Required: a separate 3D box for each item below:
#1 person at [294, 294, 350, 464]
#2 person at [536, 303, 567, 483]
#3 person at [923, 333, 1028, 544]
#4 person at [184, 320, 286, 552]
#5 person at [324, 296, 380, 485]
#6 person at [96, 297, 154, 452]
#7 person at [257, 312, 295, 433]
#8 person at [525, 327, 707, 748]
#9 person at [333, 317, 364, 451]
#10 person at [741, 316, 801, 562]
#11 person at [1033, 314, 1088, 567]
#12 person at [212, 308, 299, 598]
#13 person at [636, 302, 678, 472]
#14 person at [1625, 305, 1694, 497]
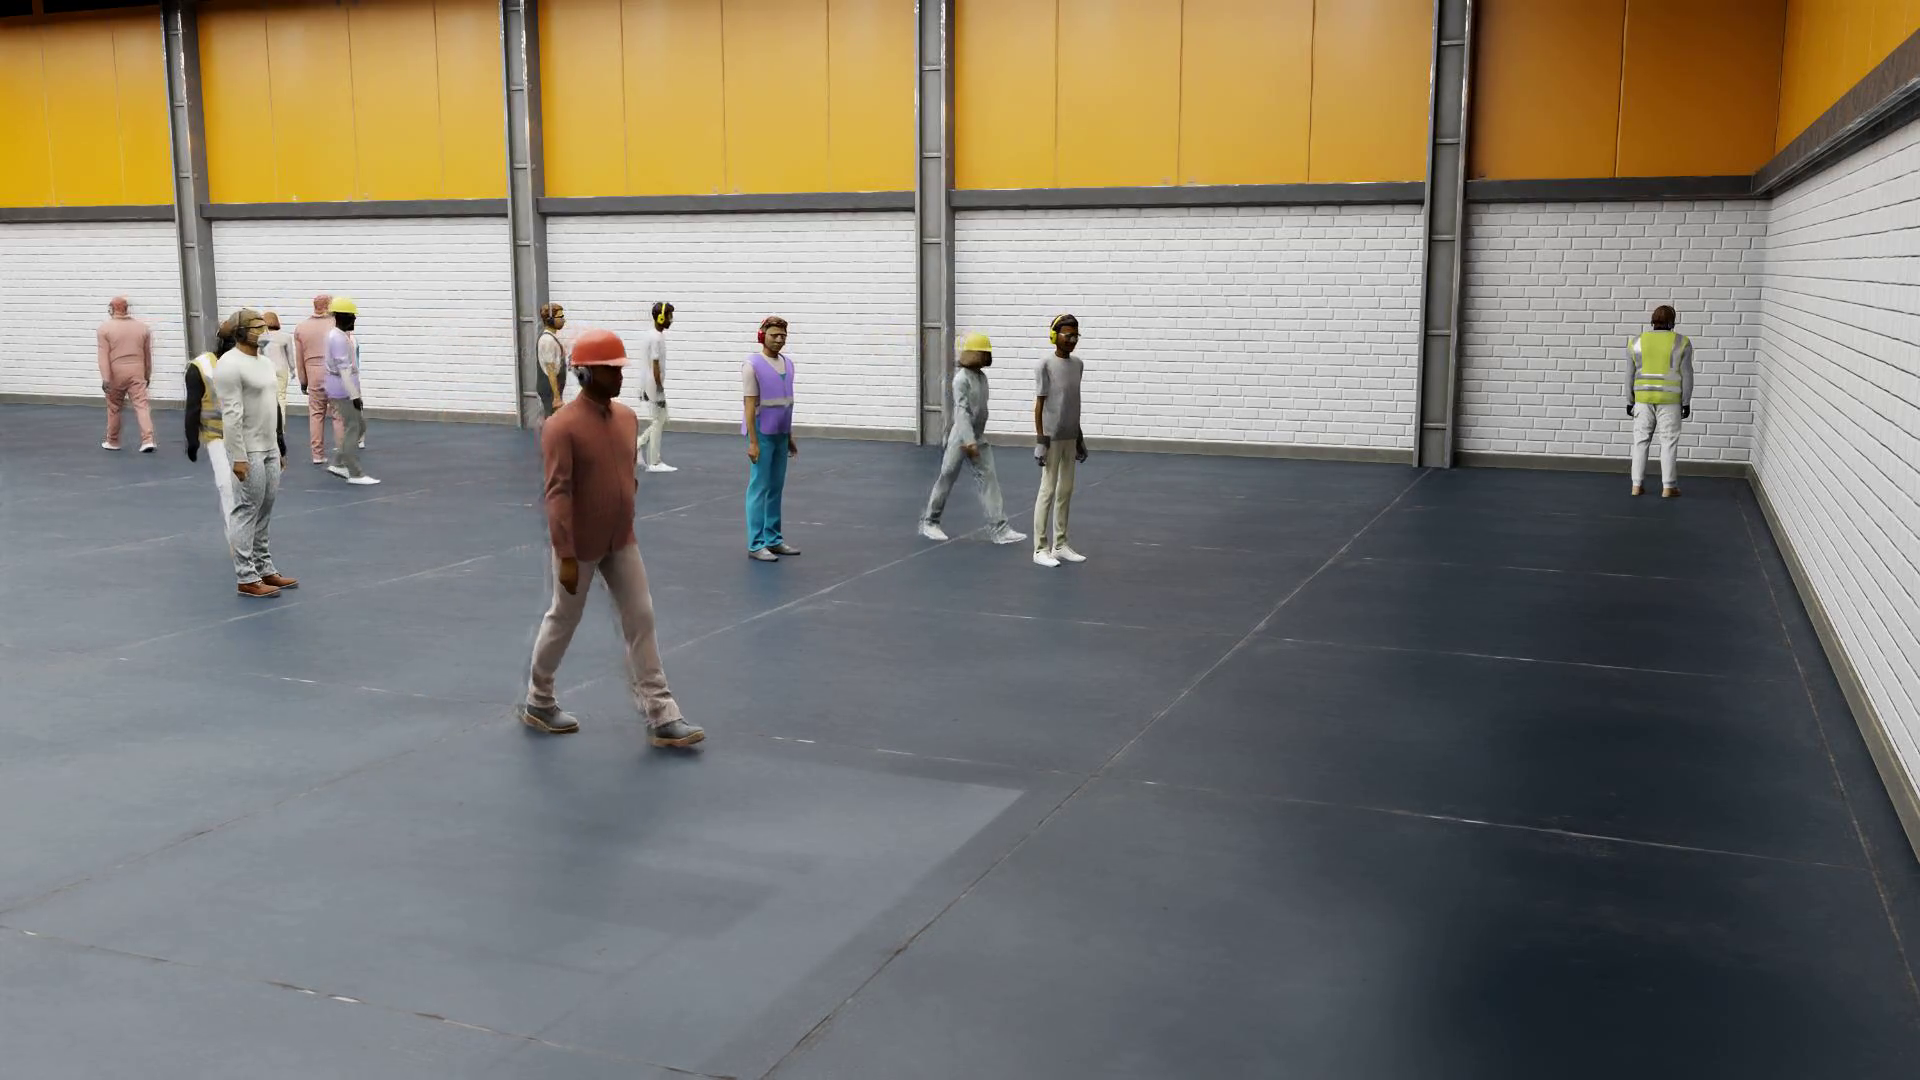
[{"bbox_3d":[-7.073,-1.793,18.621,0.652,1.904,0.402,1,9,4],"label":"person"},{"bbox_3d":[-4.104,-1.468,16.829,0.346,1.846,0.506,-3,10,-19],"label":"person"},{"bbox_3d":[0.083,-0.811,13.319,0.935,1.688,0.495,6,11,34],"label":"person"},{"bbox_3d":[-5.433,-0.749,12.573,0.839,1.805,0.644,8,12,40],"label":"person"},{"bbox_3d":[-6.168,-1.503,16.811,0.449,1.919,0.607,-3,10,-18],"label":"person"},{"bbox_3d":[-9.956,-1.967,19.841,1.017,1.854,0.661,8,12,39],"label":"person"},{"bbox_3d":[-9.135,-2.227,22.171,0.508,1.603,0.783,-3,10,-20],"label":"person"},{"bbox_3d":[-1.669,-0.005,7.682,1.057,1.940,0.638,6,11,32],"label":"person"},{"bbox_3d":[-7.376,-1.882,19.955,0.315,1.641,0.515,3,10,17],"label":"person"},{"bbox_3d":[-1.449,-0.771,12.616,0.395,1.841,0.564,5,11,28],"label":"person"},{"bbox_3d":[0.752,-0.740,12.360,0.312,1.864,0.532,9,13,44],"label":"person"},{"bbox_3d":[-4.751,-0.587,11.210,0.372,1.940,0.632,0,9,1],"label":"person"},{"bbox_3d":[-3.283,-1.631,17.845,0.497,1.840,0.537,-1,9,-8],"label":"person"},{"bbox_3d":[6.734,-1.334,16.028,0.621,1.845,0.429,7,12,36],"label":"person"}]
